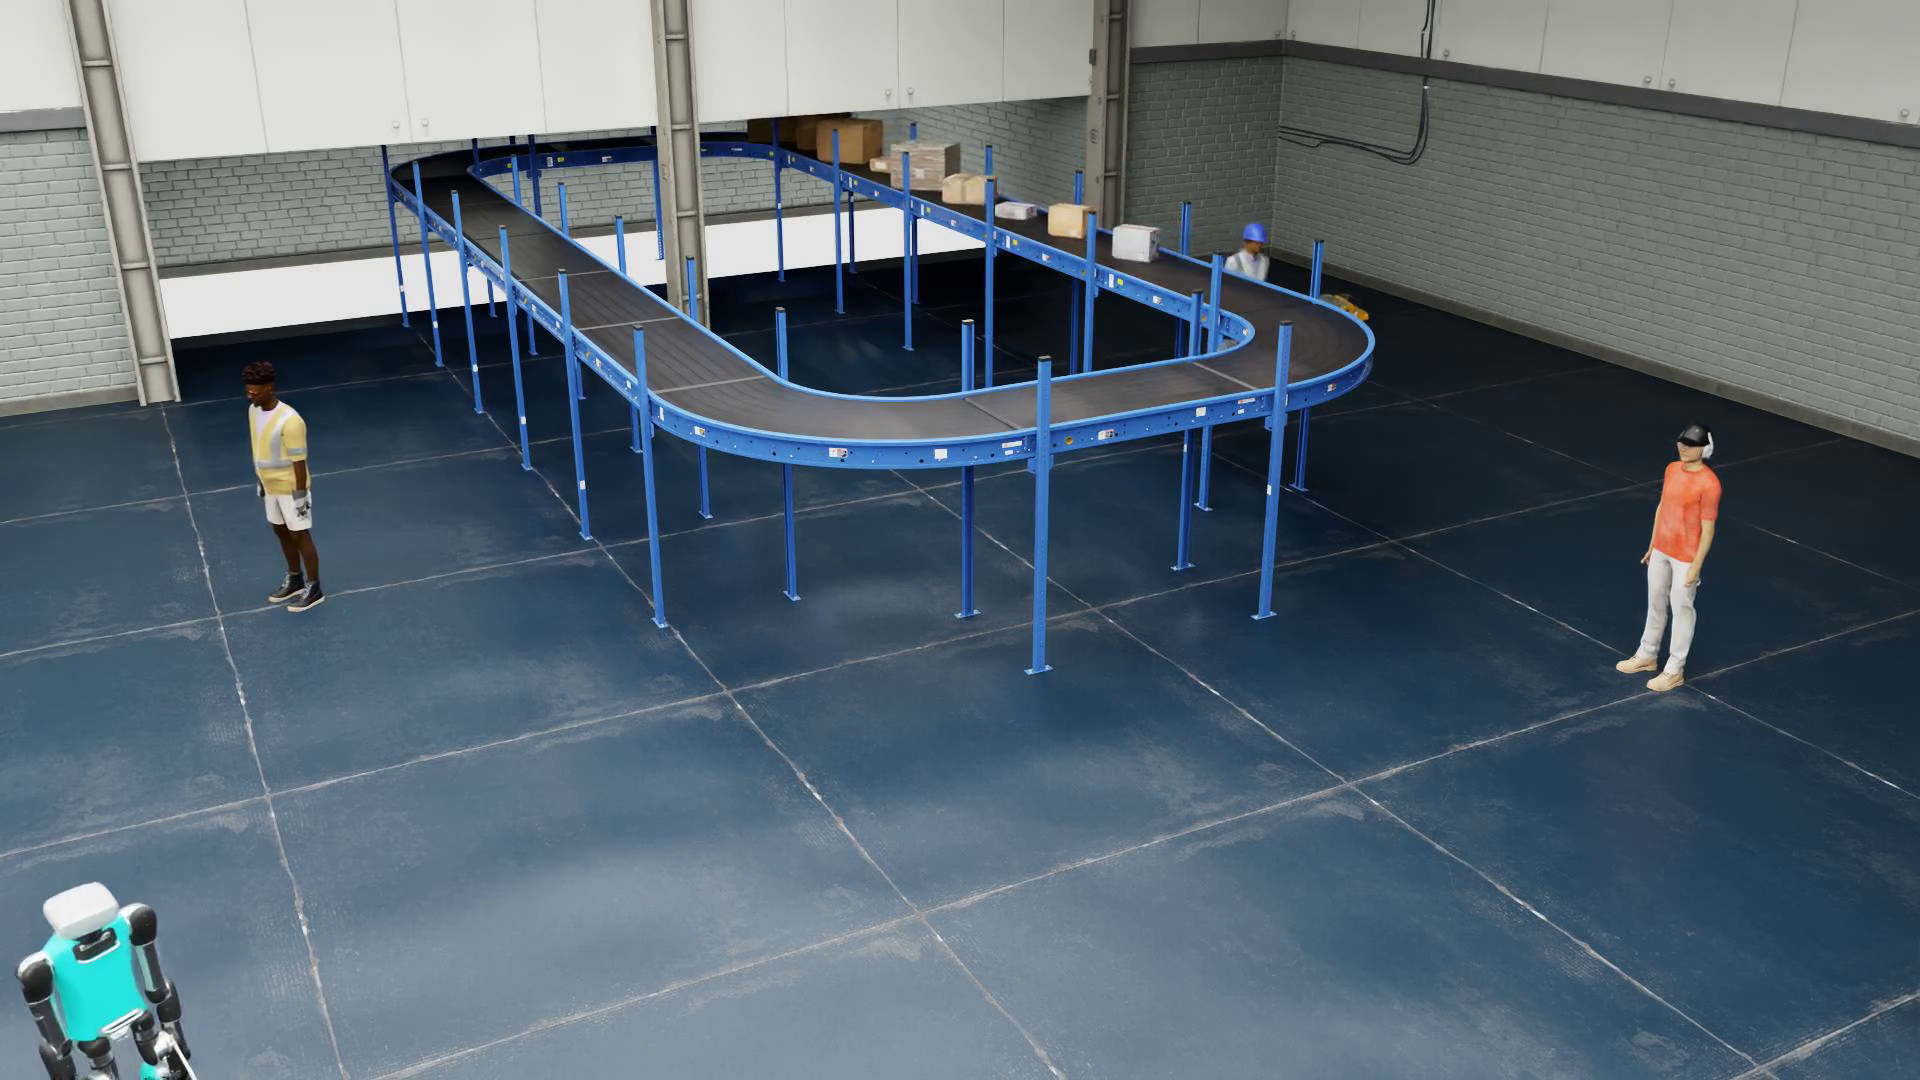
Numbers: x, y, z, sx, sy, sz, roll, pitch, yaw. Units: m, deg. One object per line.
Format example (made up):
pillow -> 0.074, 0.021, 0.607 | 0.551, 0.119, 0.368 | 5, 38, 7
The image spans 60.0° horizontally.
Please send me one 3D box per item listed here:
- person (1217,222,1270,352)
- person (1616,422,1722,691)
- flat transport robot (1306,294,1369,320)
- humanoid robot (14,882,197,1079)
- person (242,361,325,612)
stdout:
person -> 3.000, -2.453, 17.750 | 0.595, 1.920, 0.880 | -11, 25, -25
person -> 4.905, 0.105, 11.427 | 0.376, 1.912, 0.481 | -8, 23, -19
flat transport robot -> 4.379, -2.916, 21.083 | 1.431, 0.231, 0.659 | -4, 22, -10
humanoid robot -> -3.111, 2.228, 6.505 | 1.049, 1.787, 0.534 | 15, 26, 33
person -> -5.159, -0.423, 12.671 | 0.604, 1.957, 0.379 | 17, 27, 35
